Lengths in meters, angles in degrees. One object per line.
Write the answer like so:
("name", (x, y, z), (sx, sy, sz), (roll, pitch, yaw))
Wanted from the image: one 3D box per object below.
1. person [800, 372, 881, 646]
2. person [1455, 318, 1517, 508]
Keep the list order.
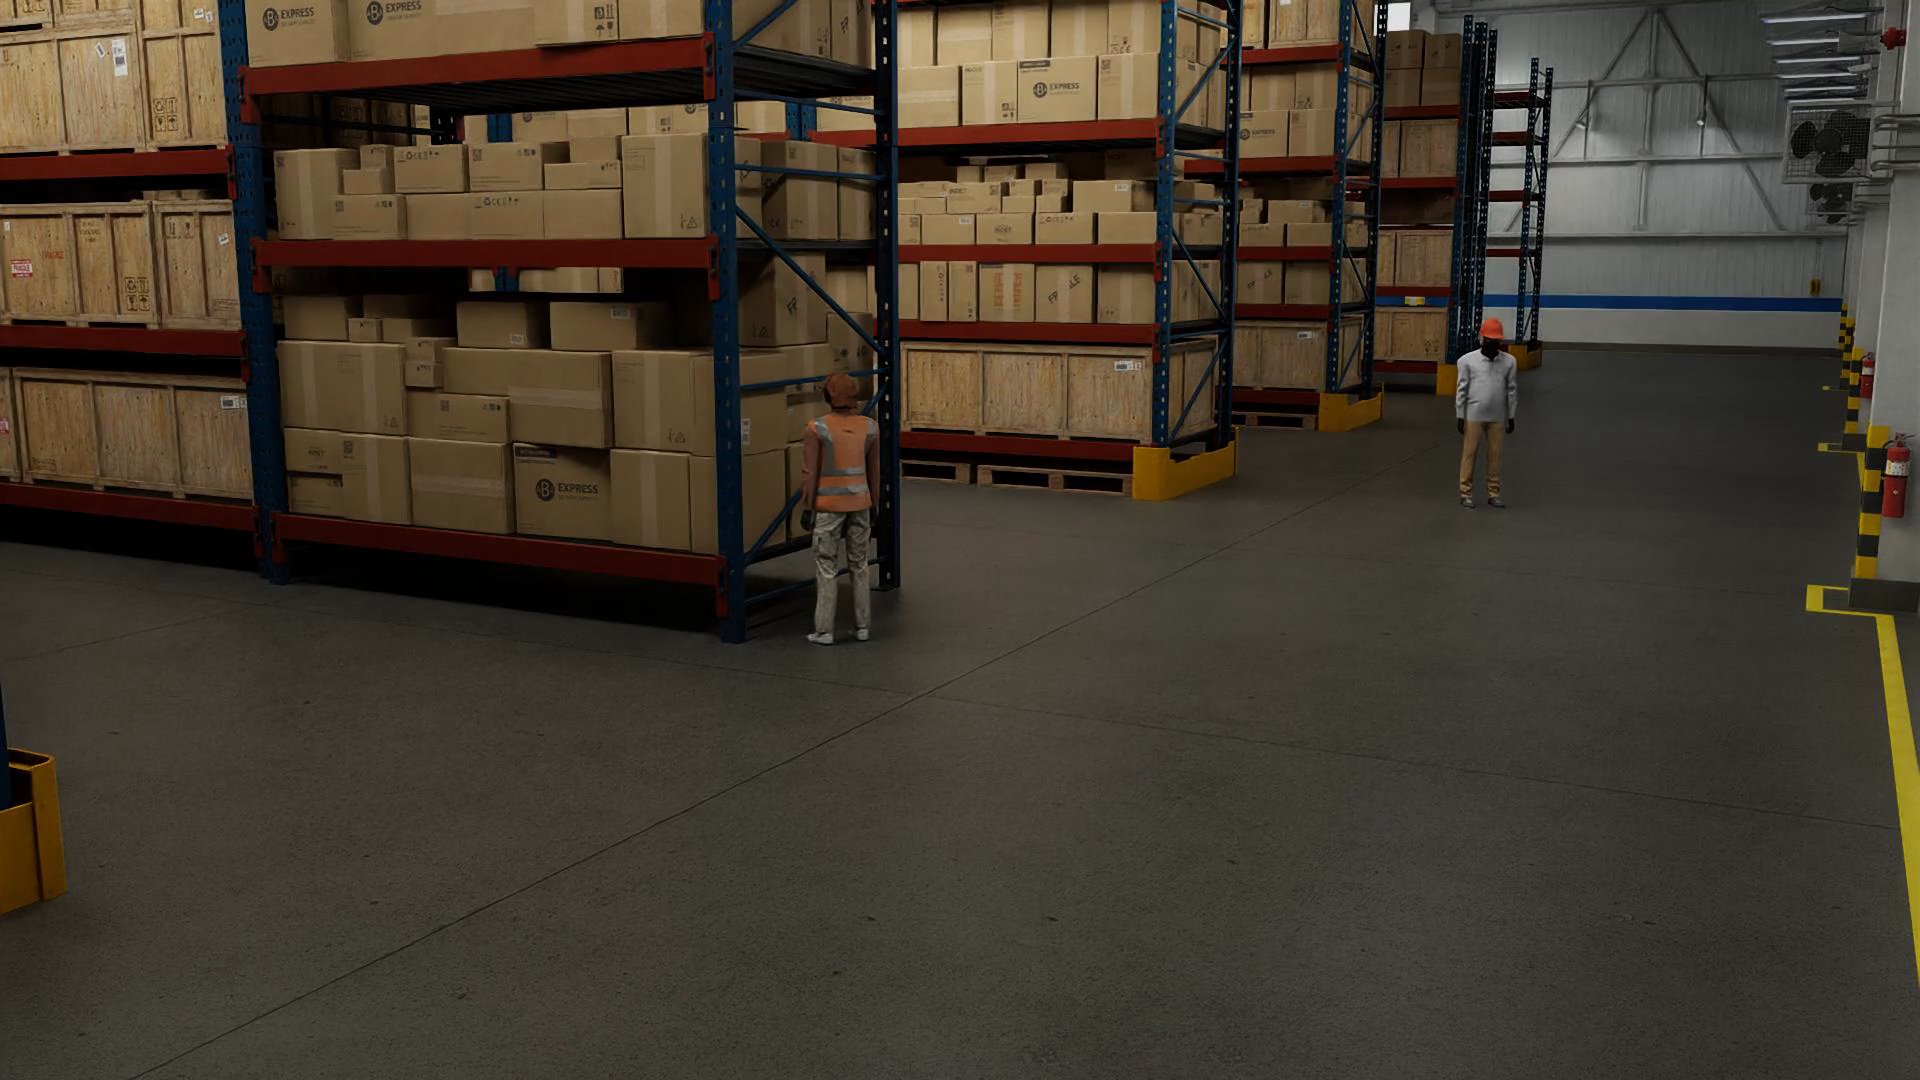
("person", (-0.702, -0.182, 9.916), (0.525, 1.632, 0.312), (-6, 12, -32))
("person", (4.816, -1.154, 15.212), (0.566, 1.744, 0.349), (0, 10, -2))
